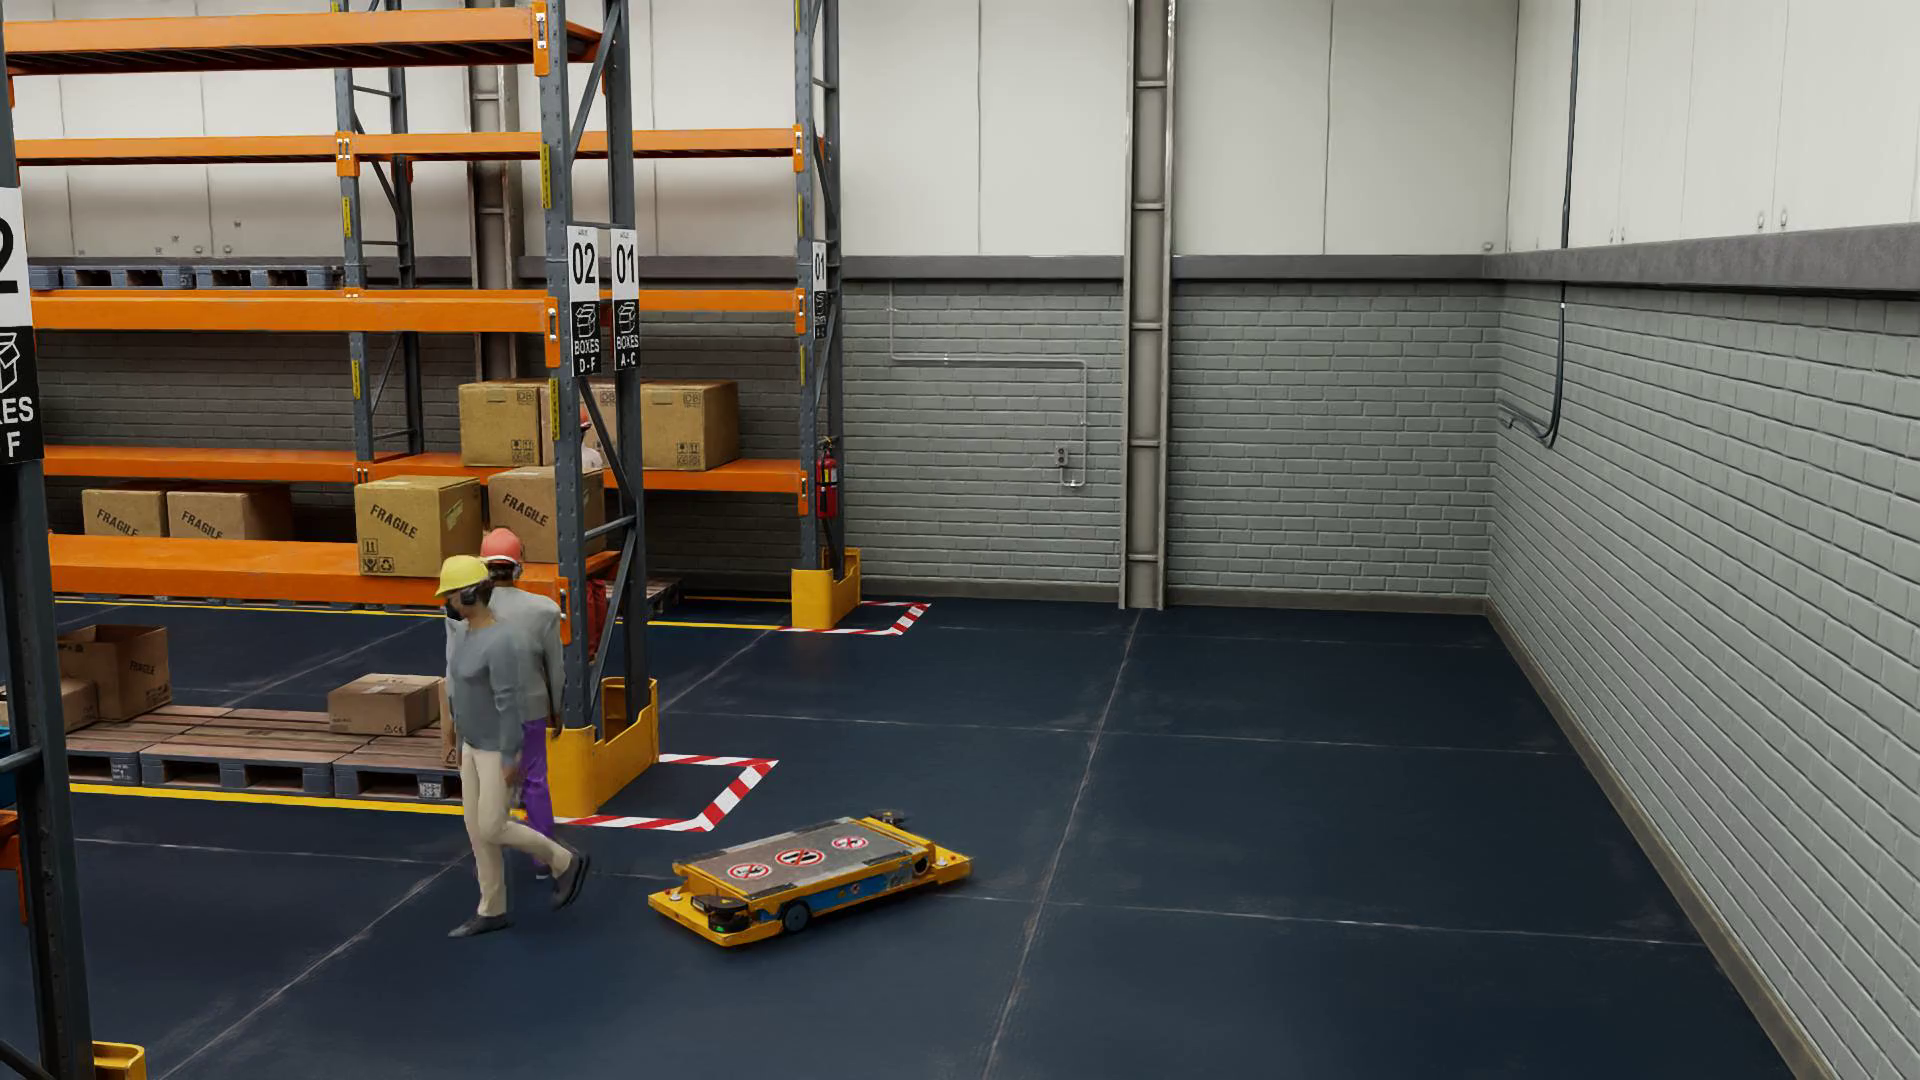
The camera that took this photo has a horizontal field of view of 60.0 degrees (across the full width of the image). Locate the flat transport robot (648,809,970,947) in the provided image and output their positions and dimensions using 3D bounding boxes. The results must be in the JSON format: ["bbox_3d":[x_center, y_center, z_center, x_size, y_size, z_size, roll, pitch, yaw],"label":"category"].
[{"bbox_3d":[-0.700,1.583,7.935,1.431,0.197,0.652,-8,12,-40],"label":"flat transport robot"}]

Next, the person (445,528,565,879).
[{"bbox_3d":[-2.222,0.811,8.145,0.572,1.747,0.345,-4,10,-22],"label":"person"}]

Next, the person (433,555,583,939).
[{"bbox_3d":[-2.074,0.918,7.531,0.524,1.735,0.541,-7,12,-38],"label":"person"}]

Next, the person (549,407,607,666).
[{"bbox_3d":[-2.902,-0.036,12.643,0.382,1.996,0.608,2,9,9],"label":"person"}]
